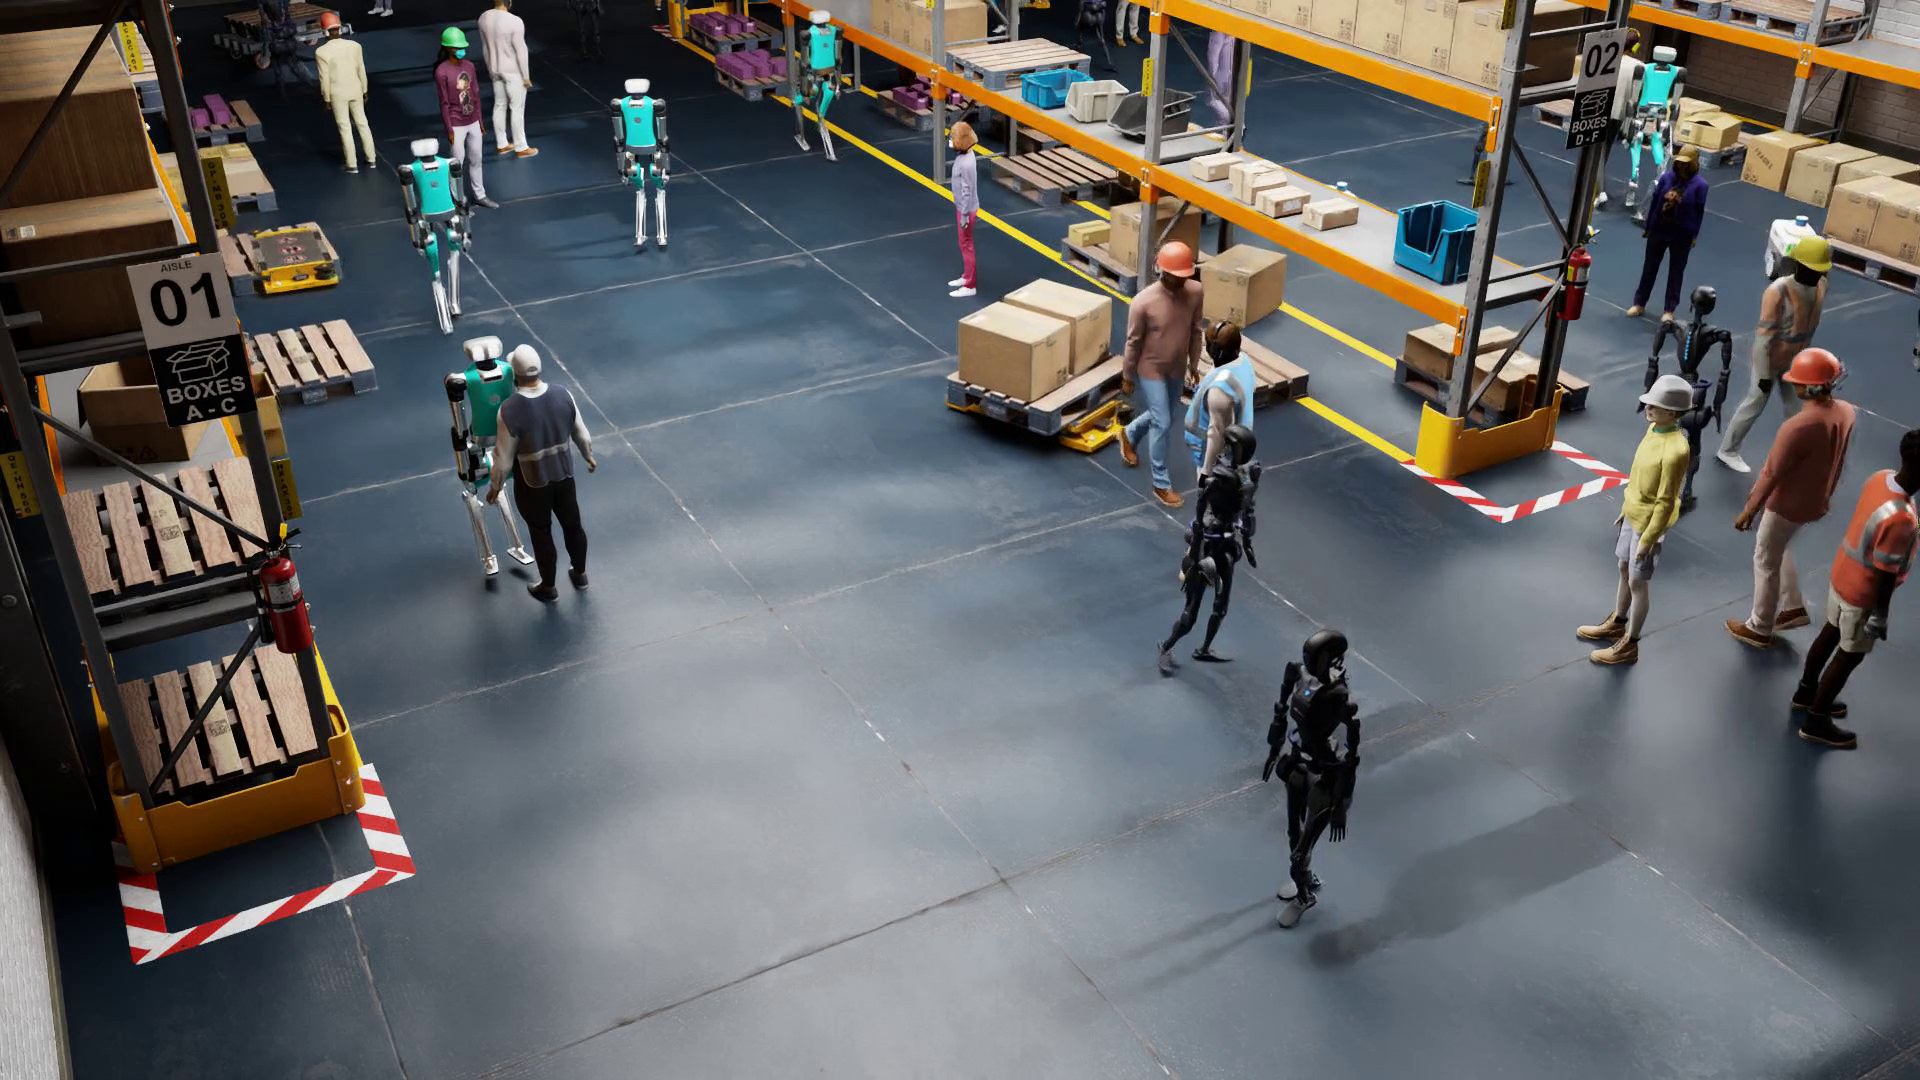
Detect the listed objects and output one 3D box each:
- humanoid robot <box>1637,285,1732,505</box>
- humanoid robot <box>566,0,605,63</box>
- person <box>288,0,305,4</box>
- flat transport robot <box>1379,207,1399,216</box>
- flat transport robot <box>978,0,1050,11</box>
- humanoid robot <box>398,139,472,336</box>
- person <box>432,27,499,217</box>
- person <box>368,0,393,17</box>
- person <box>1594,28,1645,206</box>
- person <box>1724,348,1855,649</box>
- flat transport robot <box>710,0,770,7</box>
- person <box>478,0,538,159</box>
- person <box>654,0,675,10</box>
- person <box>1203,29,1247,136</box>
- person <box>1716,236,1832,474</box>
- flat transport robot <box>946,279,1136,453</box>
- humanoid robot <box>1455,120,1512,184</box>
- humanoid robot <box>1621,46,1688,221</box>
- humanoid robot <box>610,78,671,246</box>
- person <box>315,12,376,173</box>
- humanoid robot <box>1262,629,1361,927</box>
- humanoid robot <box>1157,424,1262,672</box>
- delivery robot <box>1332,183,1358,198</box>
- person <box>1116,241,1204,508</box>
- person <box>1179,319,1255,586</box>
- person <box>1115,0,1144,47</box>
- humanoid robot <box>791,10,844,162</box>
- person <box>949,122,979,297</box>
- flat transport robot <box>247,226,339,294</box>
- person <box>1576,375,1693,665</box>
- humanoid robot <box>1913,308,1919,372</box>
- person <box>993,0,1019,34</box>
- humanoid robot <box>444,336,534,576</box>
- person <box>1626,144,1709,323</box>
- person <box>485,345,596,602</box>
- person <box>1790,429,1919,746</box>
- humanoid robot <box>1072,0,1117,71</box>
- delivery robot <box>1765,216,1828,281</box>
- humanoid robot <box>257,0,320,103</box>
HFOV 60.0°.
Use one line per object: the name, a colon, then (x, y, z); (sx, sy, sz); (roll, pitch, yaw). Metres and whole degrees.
humanoid robot: (5.107, -0.992, 11.738); (0.587, 1.640, 0.482); (21, 36, 32)
humanoid robot: (-5.172, -7.454, 22.958); (0.599, 1.657, 0.315); (11, 32, 19)
person: (-9.813, -8.392, 24.454); (0.429, 1.832, 0.633); (-3, 30, -6)
flat transport robot: (4.261, -3.029, 16.682); (0.659, 0.231, 1.431); (-9, 31, -16)
flat transport robot: (0.664, -8.545, 26.284); (1.431, 0.231, 0.659); (-3, 30, -6)
humanoid robot: (-4.593, -2.709, 14.654); (0.546, 1.755, 0.935); (-13, 32, -21)
person: (-5.178, -4.359, 17.325); (0.436, 1.942, 0.487); (19, 35, 30)
person: (-9.005, -8.895, 25.521); (0.506, 1.632, 0.279); (21, 36, 32)
person: (6.928, -4.516, 17.718); (0.537, 1.813, 0.934); (6, 30, 11)
person: (5.040, -0.240, 10.128); (0.640, 1.958, 0.430); (-19, 35, -30)
flat transport robot: (-3.262, -8.685, 26.528); (1.431, 0.231, 0.659); (-8, 31, -13)
person: (-5.201, -5.382, 19.127); (0.641, 1.927, 0.391); (16, 34, 26)
person: (-4.669, -9.163, 25.869); (0.563, 1.752, 0.338); (-5, 30, -9)
person: (3.121, -5.481, 19.333); (0.601, 1.889, 0.648); (25, 38, 36)
person: (6.025, -1.260, 11.984); (0.612, 1.883, 0.915); (-12, 32, -20)
flat transport robot: (0.647, -1.071, 13.274); (1.431, 0.231, 0.659); (22, 36, 33)
humanoid robot: (5.855, -4.710, 18.199); (0.600, 1.640, 0.599); (12, 32, 20)
humanoid robot: (7.118, -4.118, 17.111); (0.549, 1.730, 0.999); (6, 30, 10)
humanoid robot: (-3.070, -3.737, 16.311); (0.533, 1.673, 0.735); (0, 30, -1)
person: (-6.914, -5.018, 18.655); (0.344, 1.746, 0.572); (23, 37, 35)
humanoid robot: (1.692, 1.130, 8.031); (0.455, 1.639, 0.589); (-18, 34, -28)
humanoid robot: (1.486, 0.039, 9.934); (0.597, 1.647, 0.454); (-25, 38, -36)
delivery robot: (3.866, -3.329, 16.913); (0.499, 0.591, 0.781); (-10, 31, -17)
person: (1.395, -1.266, 11.918); (0.601, 1.958, 0.841); (-18, 34, -28)
person: (1.664, -0.565, 10.818); (0.431, 1.841, 0.622); (10, 31, 17)
person: (2.479, -8.057, 23.806); (0.563, 1.895, 0.378); (-15, 33, -25)
humanoid robot: (-1.712, -5.263, 19.150); (0.545, 1.760, 1.029); (-16, 34, -26)
person: (0.035, -3.054, 15.366); (0.284, 1.628, 0.500); (-2, 30, -3)
flat transport robot: (-6.507, -2.748, 16.193); (0.659, 0.231, 1.431); (-14, 33, -23)
person: (4.110, -0.118, 9.990); (0.385, 1.892, 0.472); (1, 30, 2)
humanoid robot: (7.481, -1.369, 12.431); (0.811, 1.887, 0.569); (-17, 34, -28)
person: (0.677, -8.388, 24.439); (0.554, 1.825, 0.424); (17, 34, 27)
humanoid robot: (-3.087, -0.609, 10.862); (0.533, 1.677, 0.735); (-17, 34, -28)
person: (6.316, -2.720, 14.781); (0.465, 1.622, 0.349); (21, 36, 32)
person: (-2.667, -0.421, 10.645); (0.763, 1.759, 0.432); (-23, 37, -35)
person: (5.077, 0.256, 9.280); (0.403, 1.953, 0.605); (9, 31, 15)
humanoid robot: (1.791, -7.200, 22.578); (0.789, 1.622, 0.600); (21, 36, 32)
delivery robot: (8.049, -2.826, 16.033); (0.499, 0.585, 0.772); (6, 30, 10)
humanoid robot: (-8.569, -6.361, 21.089); (0.629, 1.639, 0.589); (8, 31, 14)
